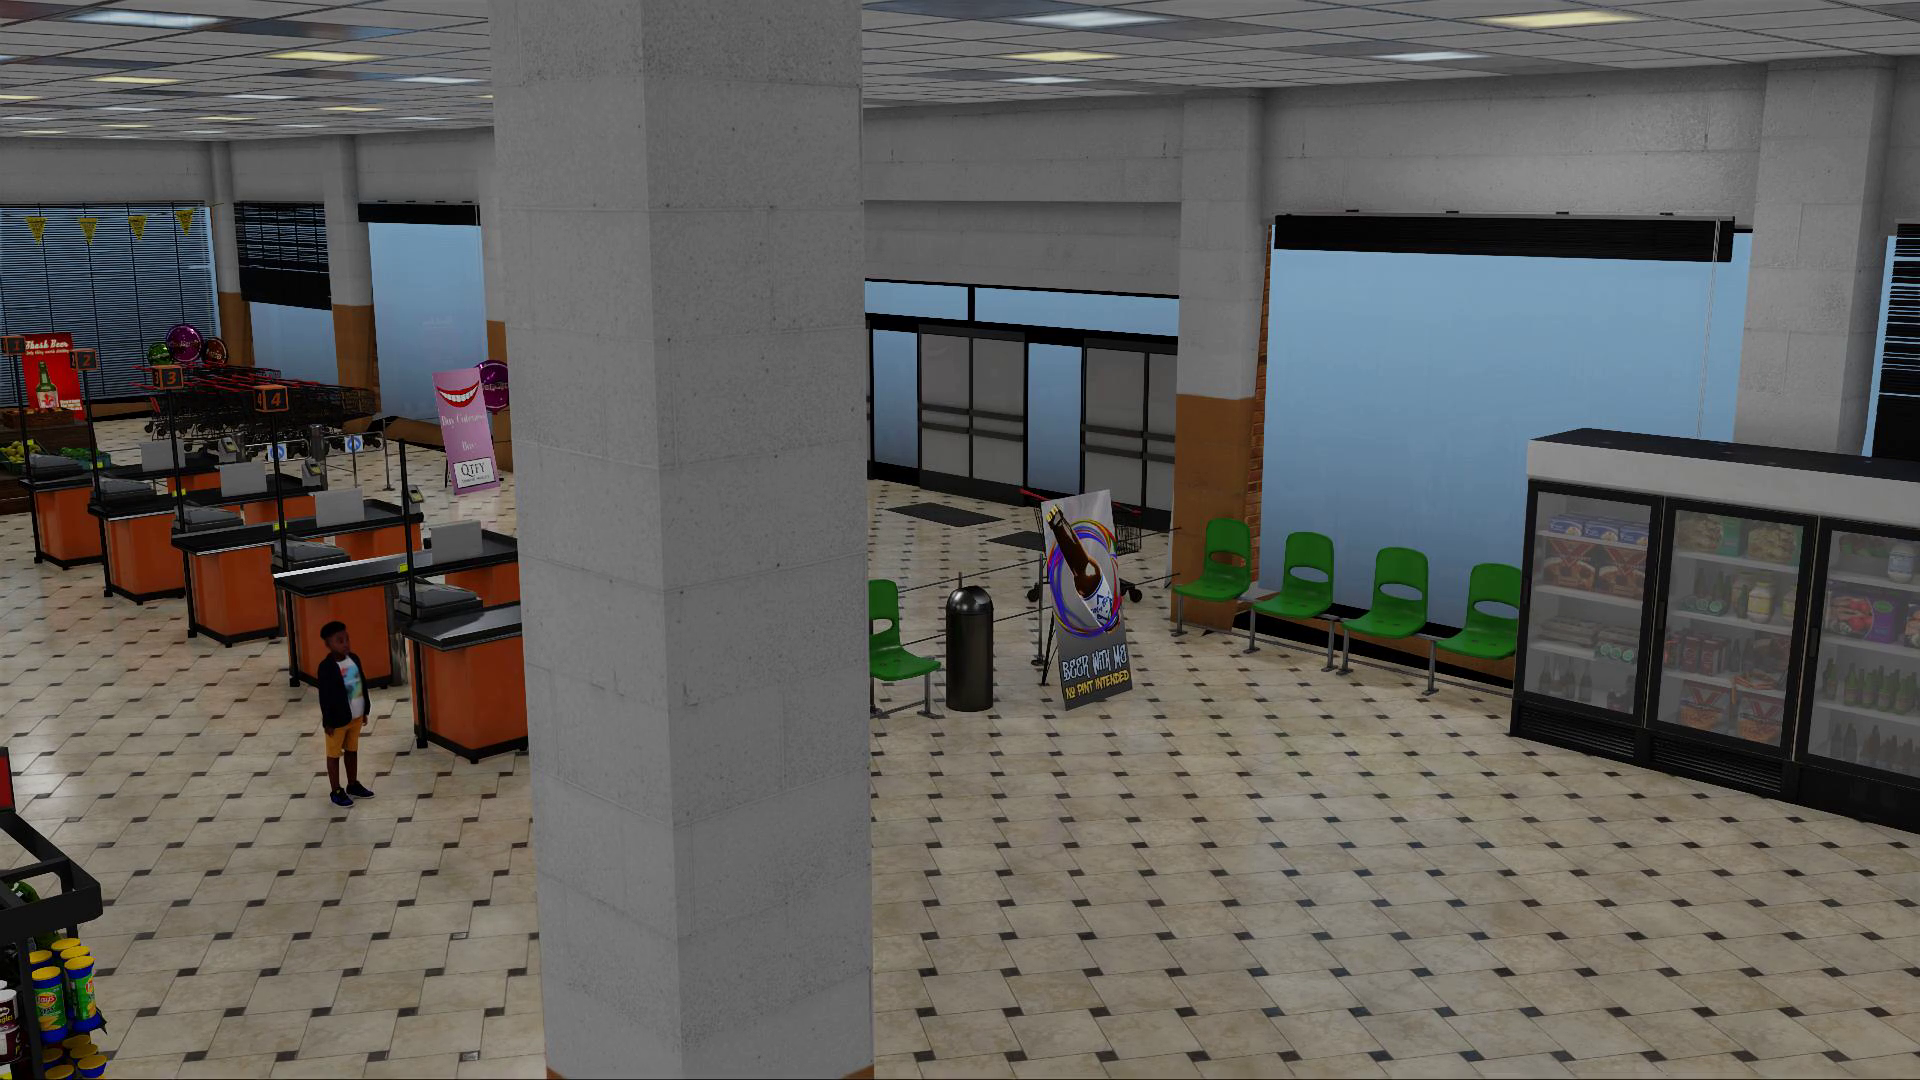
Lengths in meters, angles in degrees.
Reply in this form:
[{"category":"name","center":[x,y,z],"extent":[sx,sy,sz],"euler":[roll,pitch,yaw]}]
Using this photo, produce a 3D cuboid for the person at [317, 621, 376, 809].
[{"category":"person","center":[-4.211,1.166,11.327],"extent":[0.644,1.272,0.554],"euler":[5,13,24]}]
